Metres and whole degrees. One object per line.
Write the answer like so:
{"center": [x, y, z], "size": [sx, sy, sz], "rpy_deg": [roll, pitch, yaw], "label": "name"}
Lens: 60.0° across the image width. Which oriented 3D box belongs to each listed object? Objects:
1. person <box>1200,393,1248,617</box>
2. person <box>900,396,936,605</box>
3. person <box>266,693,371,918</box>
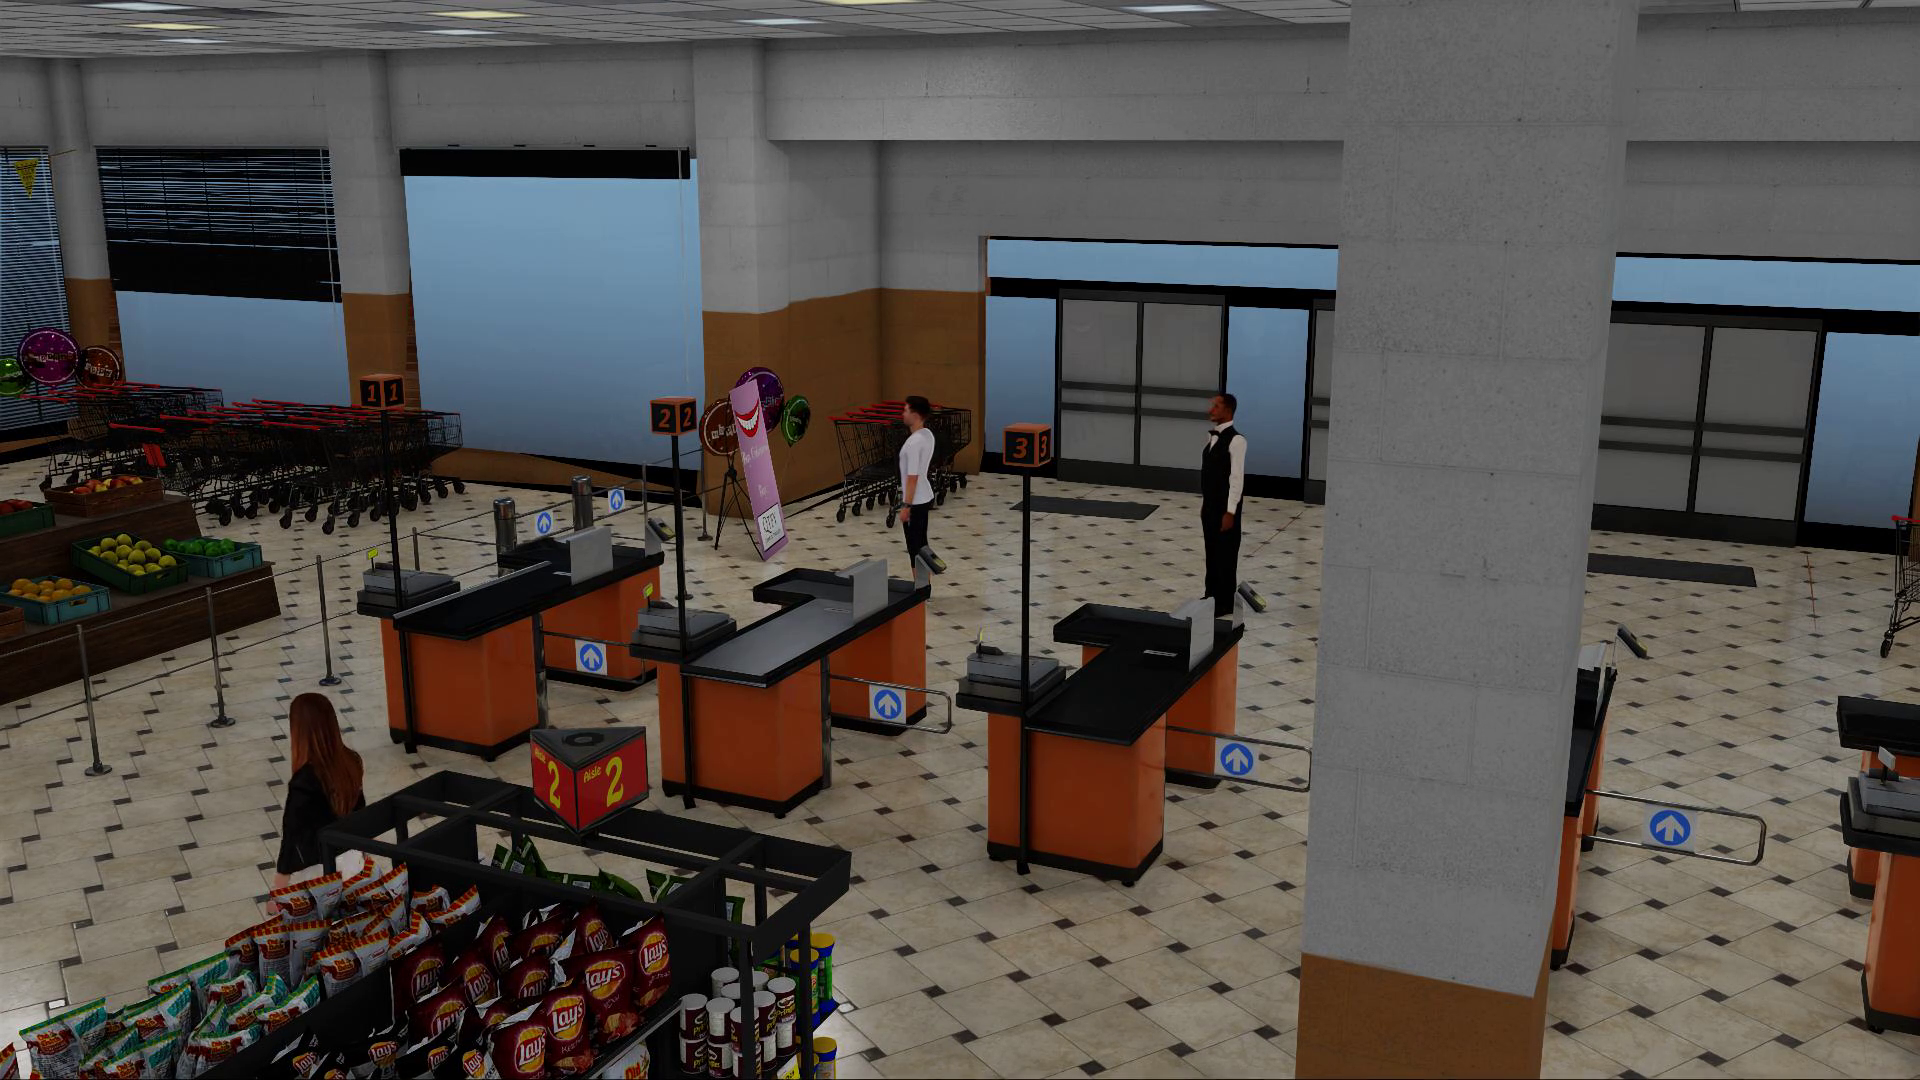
{"center": [2.260, -0.315, 14.329], "size": [0.826, 1.919, 0.767], "rpy_deg": [-5, 14, -19], "label": "person"}
{"center": [-0.375, -0.359, 14.649], "size": [0.766, 1.852, 0.570], "rpy_deg": [3, 14, 14], "label": "person"}
{"center": [-2.696, 1.505, 7.326], "size": [0.802, 1.681, 0.883], "rpy_deg": [2, 14, 8], "label": "person"}
